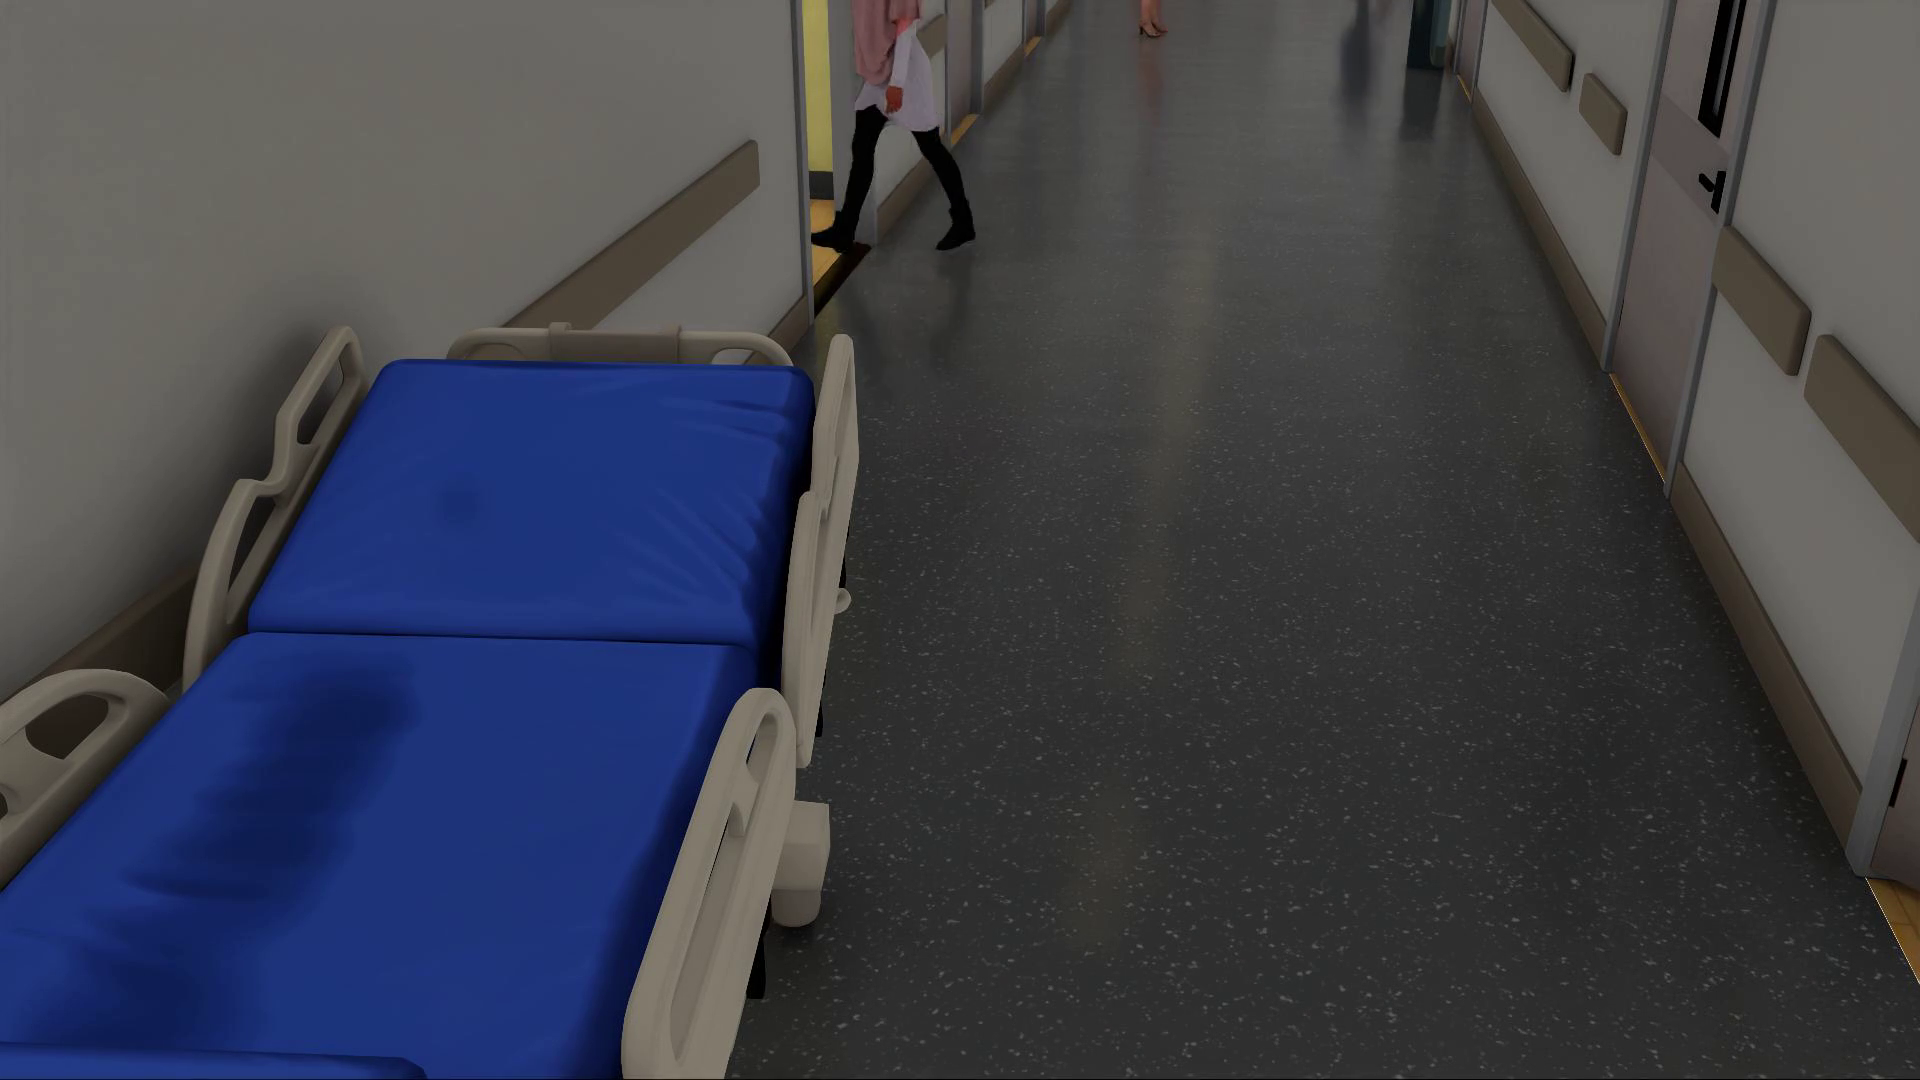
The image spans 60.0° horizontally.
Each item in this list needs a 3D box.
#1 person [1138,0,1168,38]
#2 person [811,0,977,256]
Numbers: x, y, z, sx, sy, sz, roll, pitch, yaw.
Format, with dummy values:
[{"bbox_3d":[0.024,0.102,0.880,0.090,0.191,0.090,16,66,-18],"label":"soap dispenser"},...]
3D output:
[{"bbox_3d":[1.773,-5.351,14.621,0.705,1.768,0.728,11,28,21],"label":"person"},{"bbox_3d":[-0.224,-2.267,8.253,1.292,1.745,1.165,-14,29,-27],"label":"person"}]
